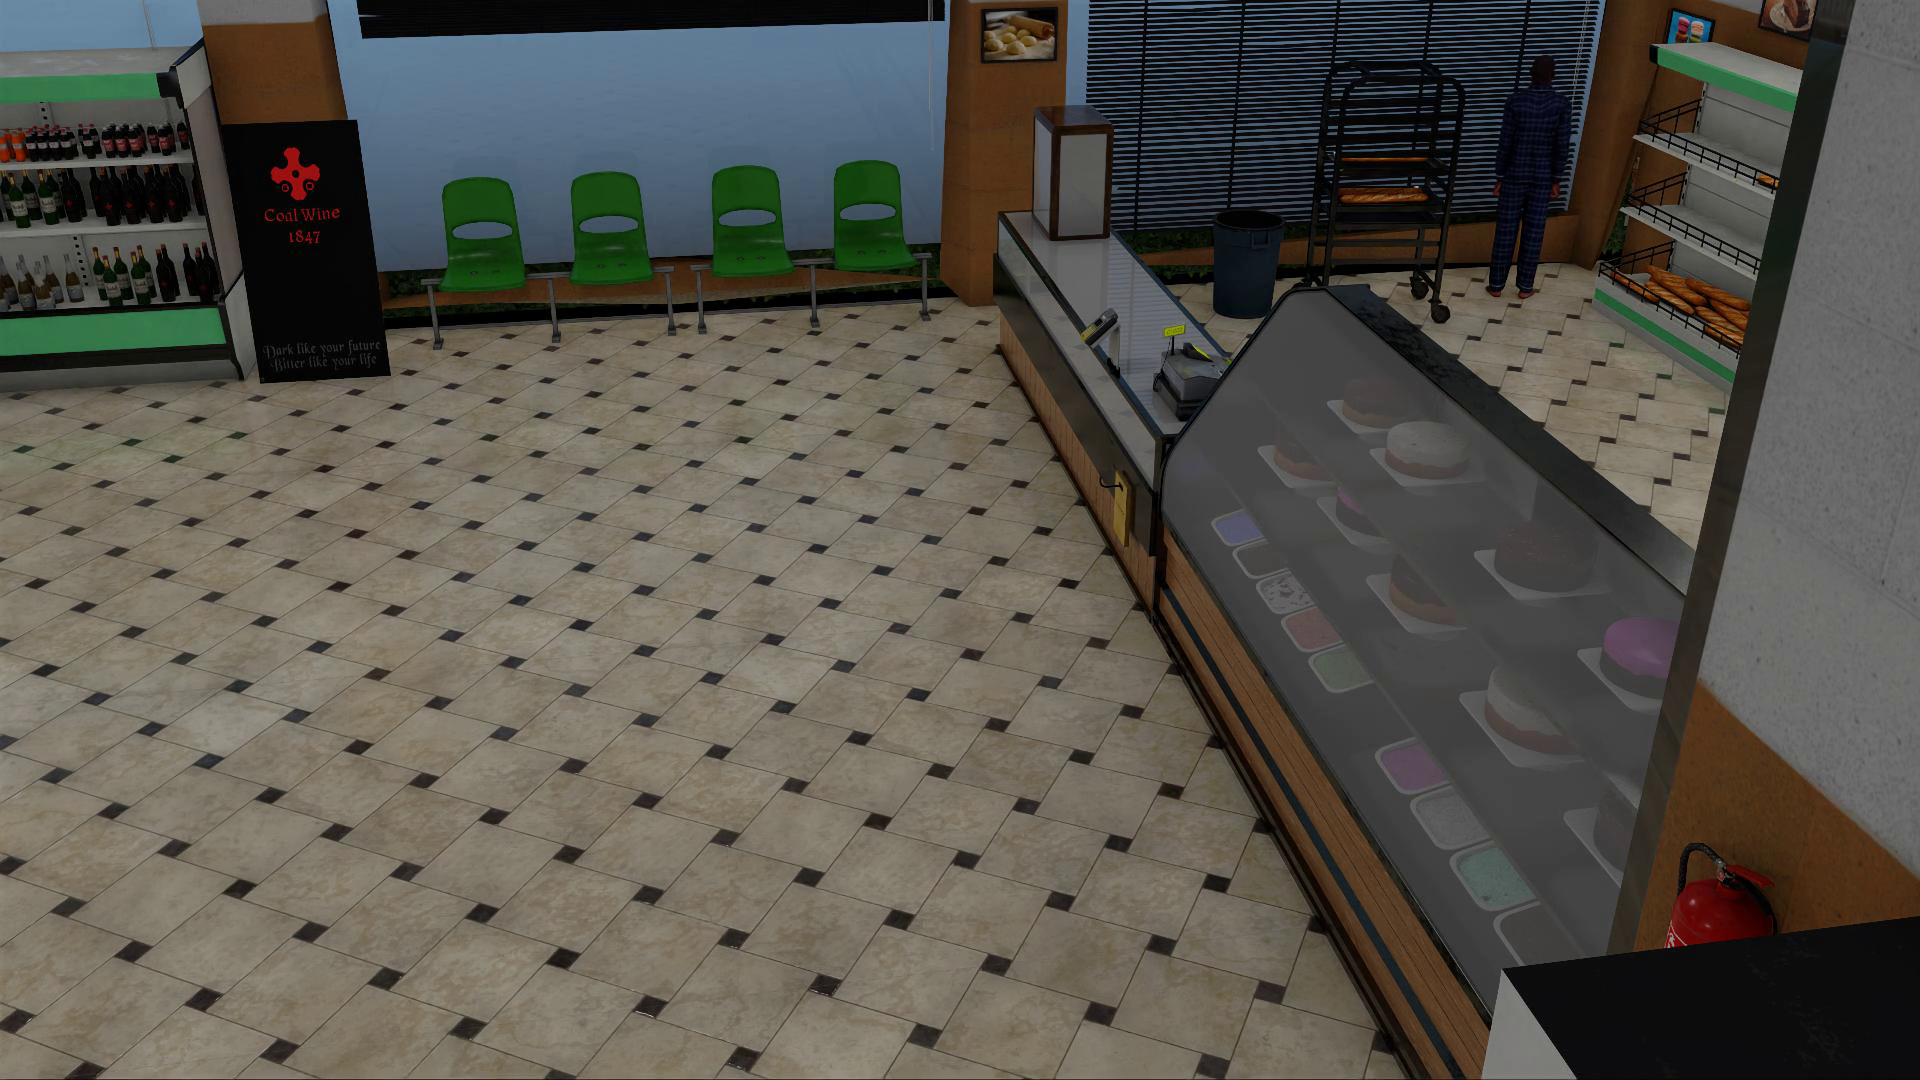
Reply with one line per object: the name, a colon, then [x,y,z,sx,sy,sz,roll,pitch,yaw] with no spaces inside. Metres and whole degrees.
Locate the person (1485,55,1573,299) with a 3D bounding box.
person: [4.261,-2.724,12.500,0.707,1.824,0.826,7,28,14]
